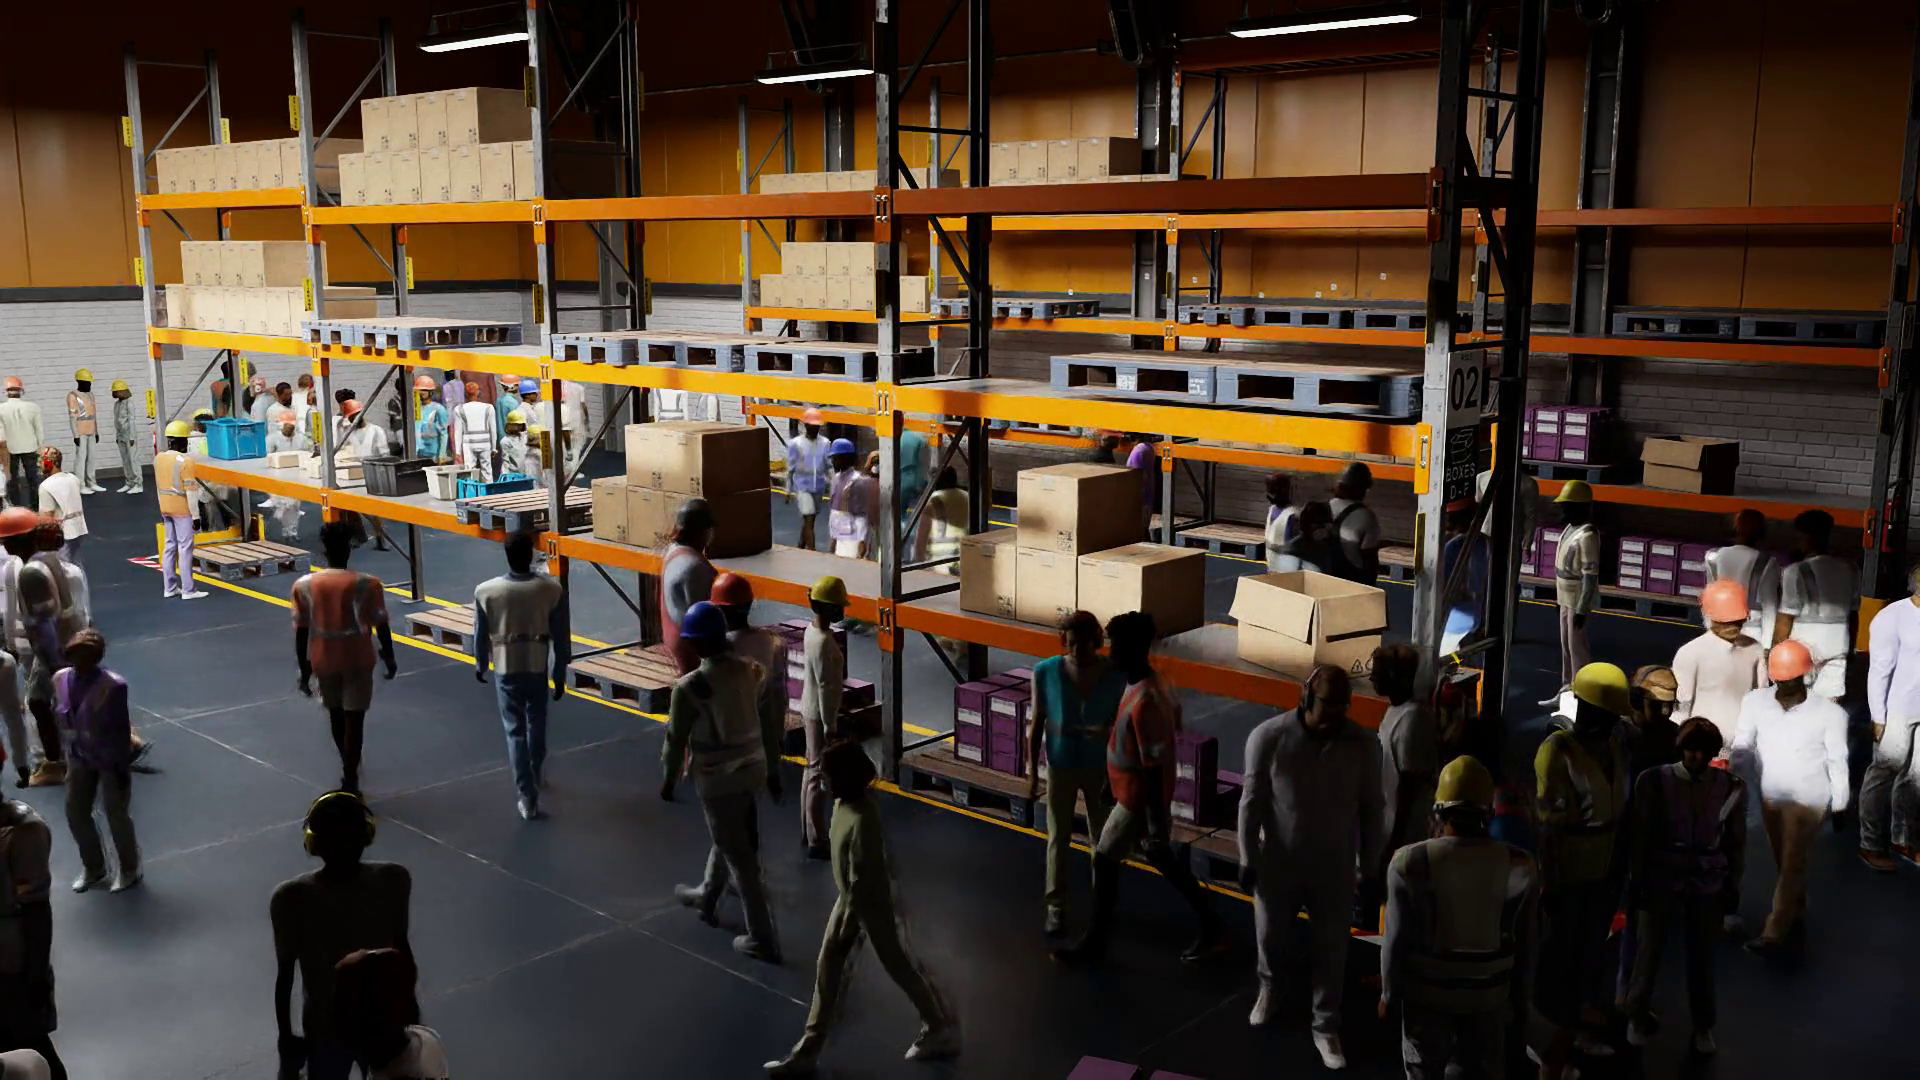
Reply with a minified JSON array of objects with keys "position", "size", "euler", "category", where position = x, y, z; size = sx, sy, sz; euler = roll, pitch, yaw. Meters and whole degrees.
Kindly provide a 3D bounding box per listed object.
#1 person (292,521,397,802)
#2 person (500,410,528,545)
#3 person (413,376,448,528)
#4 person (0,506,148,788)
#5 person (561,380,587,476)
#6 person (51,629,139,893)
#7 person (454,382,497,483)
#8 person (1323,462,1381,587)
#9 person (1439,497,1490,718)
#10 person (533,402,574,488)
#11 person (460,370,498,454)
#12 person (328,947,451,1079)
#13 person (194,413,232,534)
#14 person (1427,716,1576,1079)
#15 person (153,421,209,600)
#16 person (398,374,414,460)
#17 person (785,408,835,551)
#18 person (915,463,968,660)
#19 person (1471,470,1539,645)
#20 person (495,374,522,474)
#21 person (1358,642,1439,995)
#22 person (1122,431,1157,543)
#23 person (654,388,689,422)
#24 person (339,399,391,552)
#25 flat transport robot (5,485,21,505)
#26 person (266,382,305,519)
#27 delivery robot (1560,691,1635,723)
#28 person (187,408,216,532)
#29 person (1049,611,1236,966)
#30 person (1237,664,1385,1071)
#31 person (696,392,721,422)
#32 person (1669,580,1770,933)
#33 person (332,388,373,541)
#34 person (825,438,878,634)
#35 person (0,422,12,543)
[{"position":[-4.225,0.810,11.463],"size":[0.610,1.912,0.982],"euler":[0,10,-1],"category":"person"},{"position":[-5.523,-0.748,20.757],"size":[0.313,1.744,0.487],"euler":[4,11,20],"category":"person"},{"position":[-7.158,-1.186,22.379],"size":[0.608,2.048,0.370],"euler":[5,11,28],"category":"person"},{"position":[-6.252,0.736,11.671],"size":[0.827,2.005,0.625],"euler":[-3,10,-15],"category":"person"},{"position":[-6.310,-1.935,27.020],"size":[0.523,1.909,0.661],"euler":[0,10,1],"category":"person"},{"position":[-4.972,1.284,9.638],"size":[0.532,1.606,0.470],"euler":[2,10,11],"category":"person"},{"position":[-6.786,-1.275,23.336],"size":[0.572,1.887,0.355],"euler":[-4,11,-24],"category":"person"},{"position":[3.190,0.342,13.759],"size":[0.569,2.000,0.720],"euler":[-9,13,-40],"category":"person"},{"position":[3.644,0.607,12.294],"size":[0.391,2.035,0.611],"euler":[9,13,42],"category":"person"},{"position":[-5.682,-1.281,23.168],"size":[0.609,1.963,0.367],"euler":[4,11,23],"category":"person"},{"position":[-8.729,-2.511,30.272],"size":[0.651,1.906,0.409],"euler":[1,10,4],"category":"person"},{"position":[-1.522,2.044,4.633],"size":[0.364,1.878,0.667],"euler":[-3,10,-16],"category":"person"},{"position":[-9.518,-0.759,20.993],"size":[0.597,1.682,0.546],"euler":[0,10,2],"category":"person"},{"position":[2.312,1.624,7.160],"size":[0.728,1.813,0.638],"euler":[0,10,2],"category":"person"},{"position":[-8.368,-0.319,17.858],"size":[0.585,1.918,0.410],"euler":[5,11,27],"category":"person"},{"position":[-9.549,-2.064,28.532],"size":[0.558,1.613,0.520],"euler":[-2,10,-8],"category":"person"},{"position":[-1.790,-0.622,19.669],"size":[0.576,1.893,0.969],"euler":[-6,11,-29],"category":"person"},{"position":[-0.090,0.198,15.237],"size":[0.645,1.825,0.715],"euler":[-8,13,-37],"category":"person"},{"position":[5.155,0.027,15.844],"size":[0.628,1.935,0.373],"euler":[6,12,30],"category":"person"},{"position":[-6.402,-1.404,23.759],"size":[0.377,1.995,0.608],"euler":[-9,13,-40],"category":"person"},{"position":[2.233,1.403,8.361],"size":[0.425,1.827,0.531],"euler":[1,10,5],"category":"person"},{"position":[1.972,-0.440,18.502],"size":[0.375,1.927,0.543],"euler":[4,11,22],"category":"person"},{"position":[-4.582,-1.817,26.445],"size":[0.574,1.876,0.354],"euler":[1,10,7],"category":"person"},{"position":[-7.331,-0.811,20.669],"size":[0.714,1.915,0.515],"euler":[-2,10,-12],"category":"person"},{"position":[-14.237,-0.676,24.514],"size":[0.652,0.197,1.431],"euler":[-5,11,-28],"category":"flat transport robot"},{"position":[-9.421,-1.249,23.159],"size":[0.406,1.905,0.608],"euler":[2,10,11],"category":"person"},{"position":[4.790,1.297,12.294],"size":[0.477,0.478,0.707],"euler":[-4,11,-23],"category":"delivery robot"},{"position":[-9.542,-0.822,21.244],"size":[0.499,1.721,0.559],"euler":[6,12,30],"category":"person"},{"position":[0.995,1.306,8.655],"size":[0.941,1.923,0.585],"euler":[2,10,12],"category":"person"},{"position":[1.642,1.477,7.785],"size":[0.688,1.885,0.629],"euler":[0,10,3],"category":"person"},{"position":[-3.799,-1.592,25.002],"size":[0.419,1.933,0.618],"euler":[-4,11,-23],"category":"person"},{"position":[4.246,1.179,9.286],"size":[0.660,1.953,0.611],"euler":[-5,11,-27],"category":"person"},{"position":[-7.866,-0.971,21.392],"size":[0.368,1.966,0.602],"euler":[-9,13,-41],"category":"person"},{"position":[-1.076,-0.025,16.242],"size":[0.394,1.910,0.694],"euler":[-4,11,-24],"category":"person"},{"position":[-12.452,-0.954,21.084],"size":[0.727,2.000,1.103],"euler":[-2,10,-13],"category":"person"}]
